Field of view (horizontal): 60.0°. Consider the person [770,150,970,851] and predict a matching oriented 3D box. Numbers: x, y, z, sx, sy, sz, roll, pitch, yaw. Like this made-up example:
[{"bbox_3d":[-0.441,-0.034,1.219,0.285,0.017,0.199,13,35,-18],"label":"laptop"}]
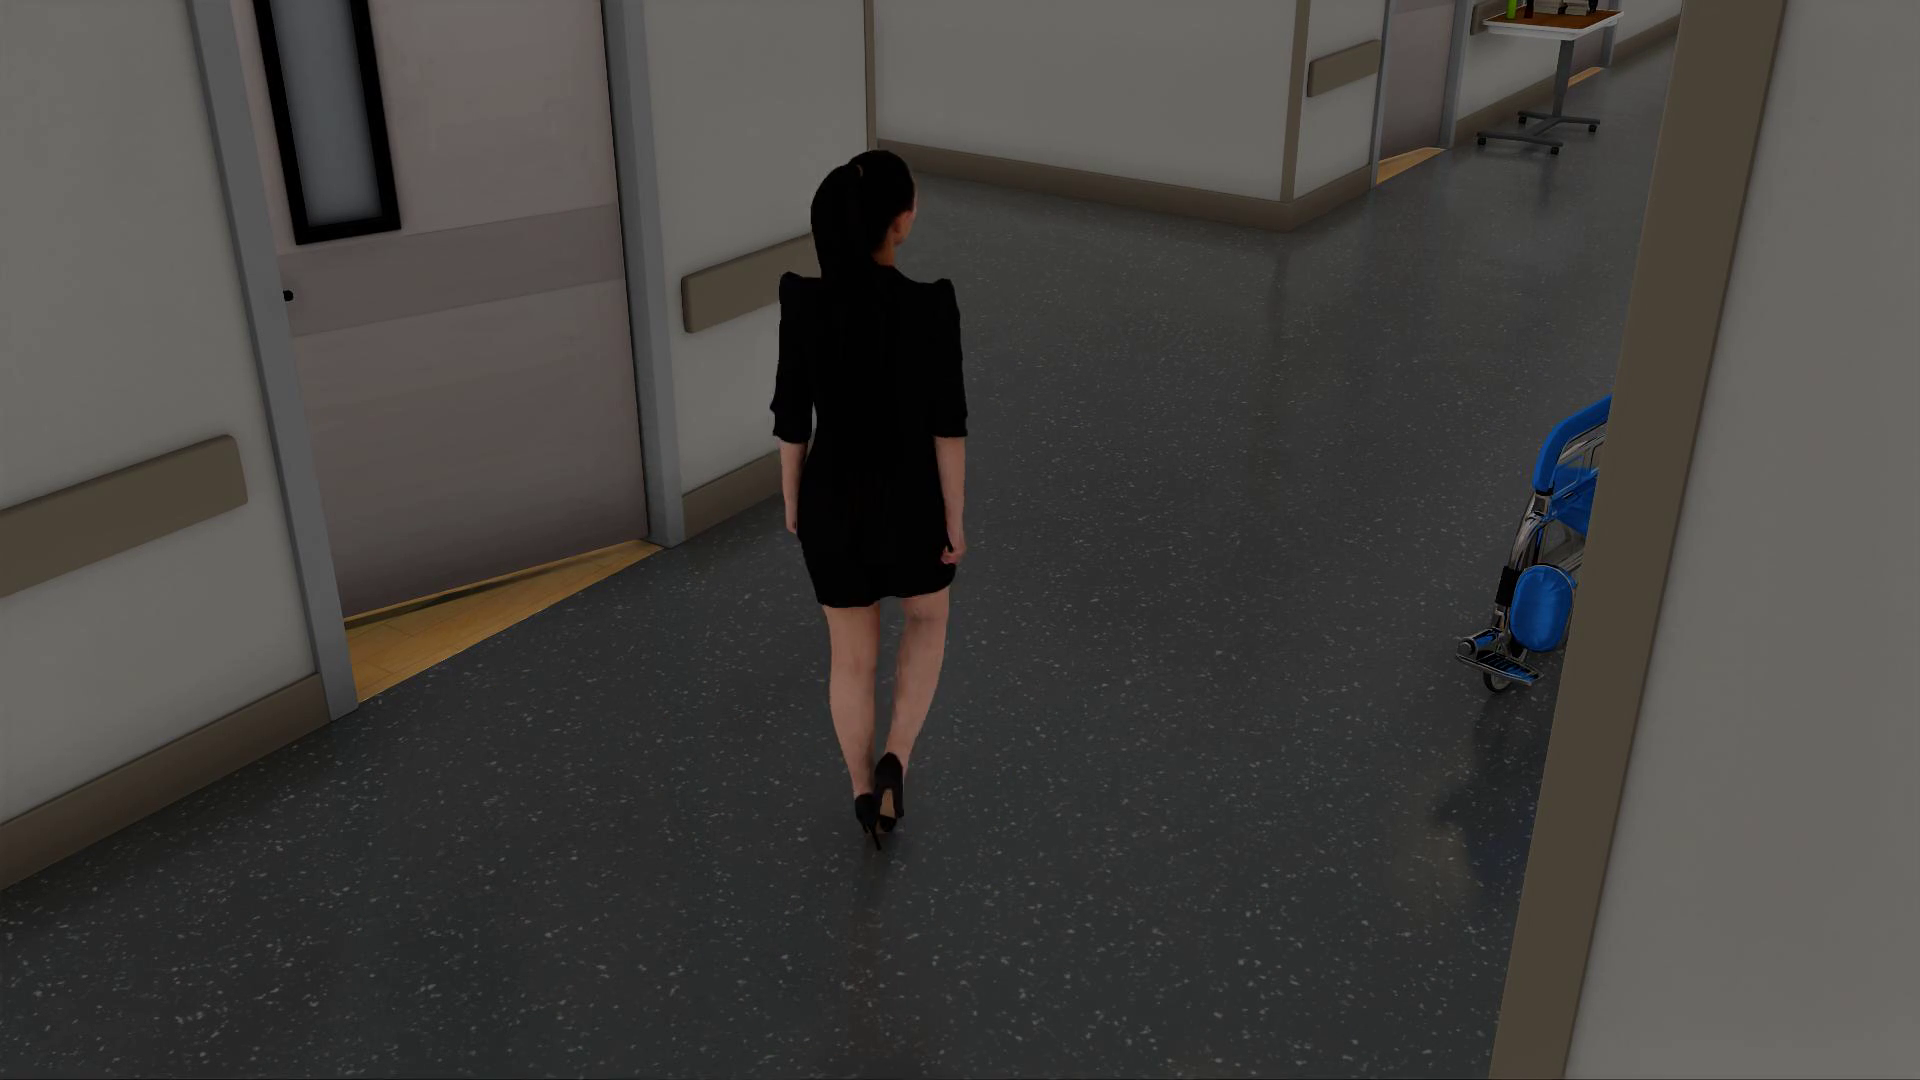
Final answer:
[{"bbox_3d":[-0.203,0.001,3.743,0.727,1.685,0.759,3,26,7],"label":"person"}]
